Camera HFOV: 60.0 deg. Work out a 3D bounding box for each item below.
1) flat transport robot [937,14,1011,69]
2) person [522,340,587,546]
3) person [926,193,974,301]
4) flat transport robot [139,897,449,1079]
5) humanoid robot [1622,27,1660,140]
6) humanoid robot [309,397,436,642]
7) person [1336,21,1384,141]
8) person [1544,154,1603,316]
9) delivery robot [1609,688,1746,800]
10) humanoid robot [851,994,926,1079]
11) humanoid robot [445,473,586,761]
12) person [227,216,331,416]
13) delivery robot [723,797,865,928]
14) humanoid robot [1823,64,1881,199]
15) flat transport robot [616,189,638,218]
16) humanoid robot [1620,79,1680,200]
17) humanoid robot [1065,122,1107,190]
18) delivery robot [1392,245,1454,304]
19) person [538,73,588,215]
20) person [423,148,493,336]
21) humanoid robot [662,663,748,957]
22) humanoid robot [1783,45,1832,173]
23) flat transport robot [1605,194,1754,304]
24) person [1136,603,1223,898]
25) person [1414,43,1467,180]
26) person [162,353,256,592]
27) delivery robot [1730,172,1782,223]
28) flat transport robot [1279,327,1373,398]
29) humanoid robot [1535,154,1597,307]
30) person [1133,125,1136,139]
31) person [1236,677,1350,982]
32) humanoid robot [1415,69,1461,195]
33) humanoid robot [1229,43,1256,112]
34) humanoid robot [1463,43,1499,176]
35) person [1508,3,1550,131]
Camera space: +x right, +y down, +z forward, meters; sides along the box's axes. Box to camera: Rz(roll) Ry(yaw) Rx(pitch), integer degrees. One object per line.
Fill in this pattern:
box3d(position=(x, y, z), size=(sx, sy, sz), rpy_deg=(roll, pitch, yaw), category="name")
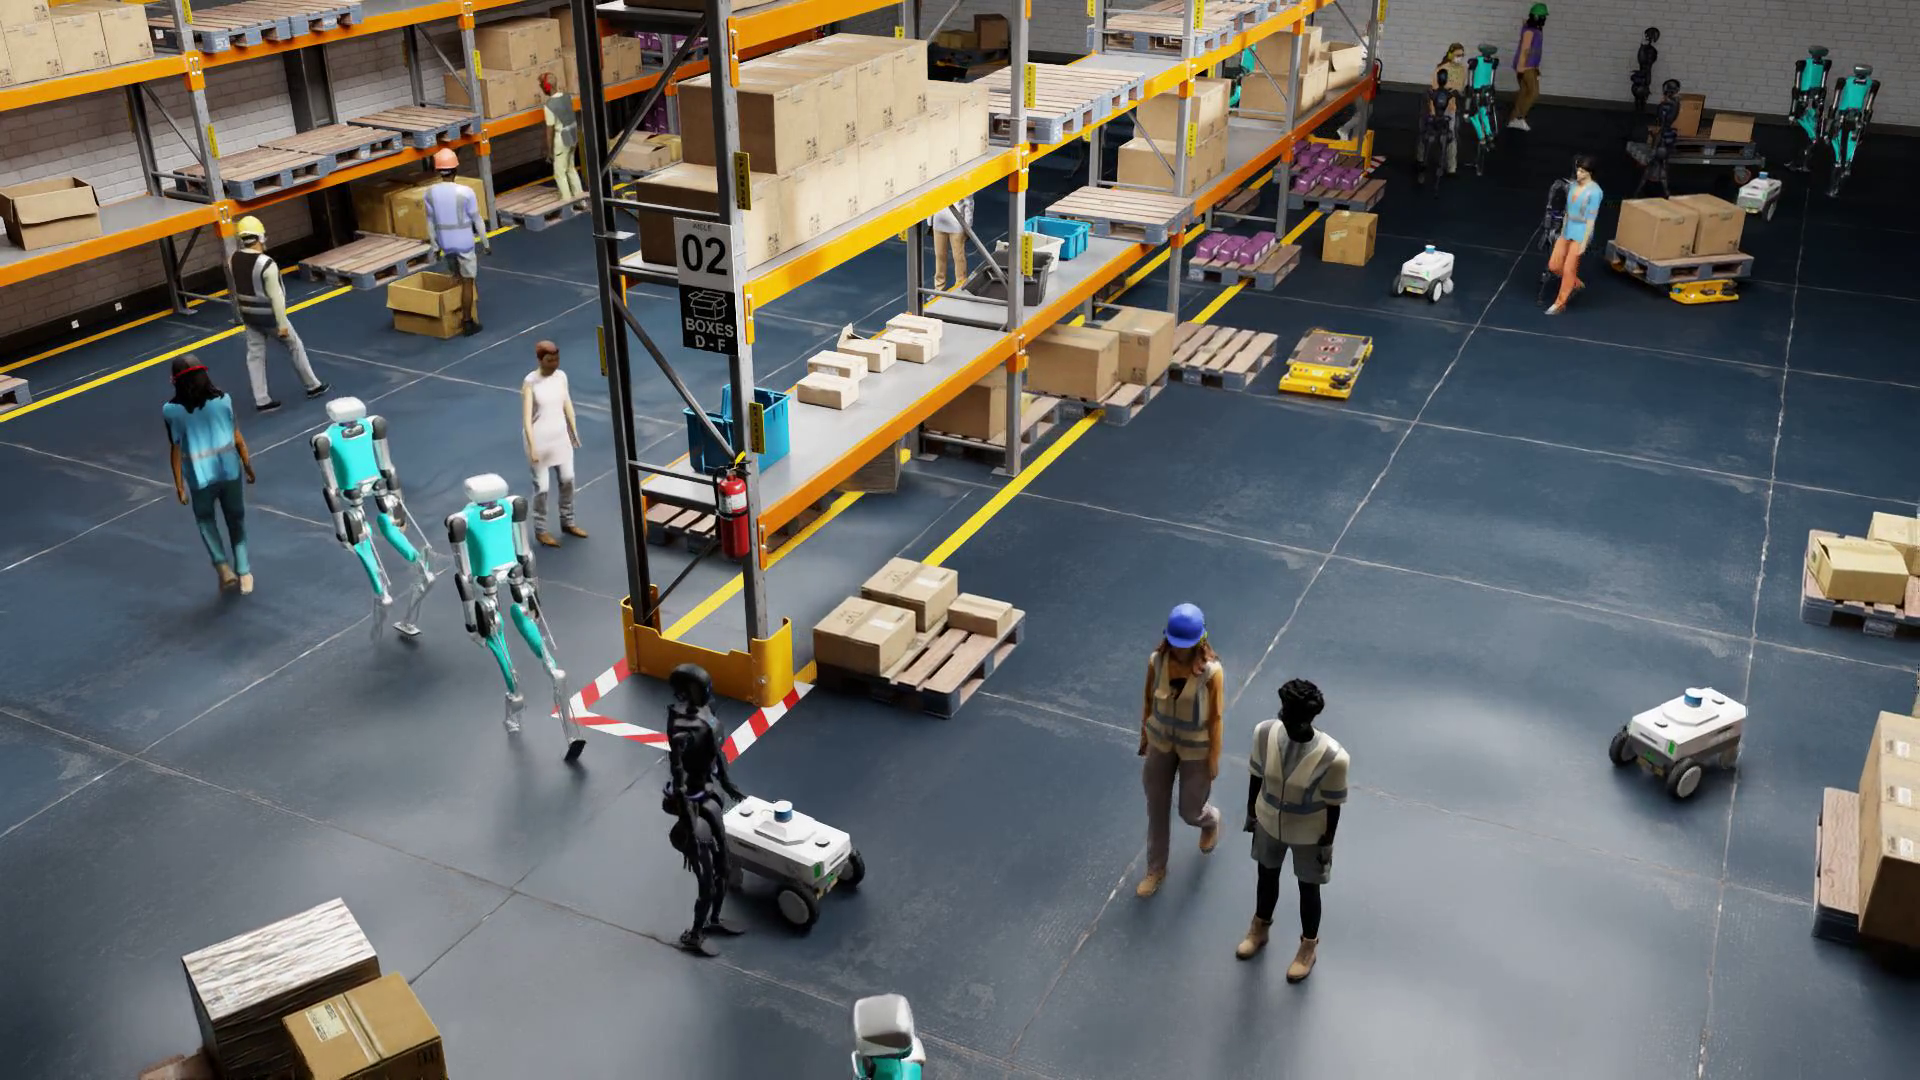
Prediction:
box3d(position=(0.320, -8.728, 30.409), size=(1.431, 0.231, 0.659), rpy_deg=(21, 33, 36), category="flat transport robot")
box3d(position=(-3.127, -0.754, 12.739), size=(0.339, 1.644, 0.473), rpy_deg=(21, 33, 36), category="person")
box3d(position=(-0.126, -3.423, 18.018), size=(0.564, 1.750, 0.331), rpy_deg=(13, 29, 24), category="person")
box3d(position=(-2.910, 2.720, 7.283), size=(1.431, 0.231, 0.659), rpy_deg=(-18, 32, -32), category="flat transport robot")
box3d(position=(10.297, -6.880, 25.085), size=(0.335, 1.644, 0.589), rpy_deg=(4, 27, 8), category="humanoid robot")
box3d(position=(-3.884, -0.034, 11.256), size=(0.752, 1.834, 0.539), rpy_deg=(21, 33, 36), category="humanoid robot")
box3d(position=(5.942, -6.714, 24.524), size=(0.465, 1.883, 0.669), rpy_deg=(10, 28, 20), category="person")
box3d(position=(6.550, -3.228, 17.630), size=(0.462, 1.749, 0.497), rpy_deg=(-9, 28, -18), category="person")
box3d(position=(4.376, 1.182, 10.065), size=(0.774, 0.592, 0.499), rpy_deg=(-14, 30, -27), category="delivery robot")
box3d(position=(-0.517, 2.482, 6.145), size=(0.808, 1.794, 0.536), rpy_deg=(-6, 27, -12), category="humanoid robot")
box3d(position=(-2.599, 0.532, 10.076), size=(0.967, 1.773, 0.544), rpy_deg=(23, 35, 39), category="humanoid robot")
box3d(position=(-6.310, -2.090, 15.291), size=(0.602, 1.780, 0.882), rpy_deg=(12, 29, 22), category="person")
box3d(position=(-0.932, 1.704, 9.033), size=(0.814, 0.612, 0.499), rpy_deg=(16, 30, 28), category="delivery robot")
box3d(position=(11.682, -5.323, 21.861), size=(0.559, 1.755, 0.873), rpy_deg=(6, 27, 12), category="humanoid robot")
box3d(position=(-3.904, -4.287, 21.438), size=(0.659, 0.231, 1.431), rpy_deg=(-13, 29, -25), category="flat transport robot")
box3d(position=(9.125, -5.187, 21.705), size=(0.707, 1.628, 0.587), rpy_deg=(14, 30, 26), category="humanoid robot")
box3d(position=(1.687, -5.493, 22.291), size=(0.545, 1.635, 0.603), rpy_deg=(-23, 34, -38), category="humanoid robot")
box3d(position=(5.168, -2.956, 18.430), size=(0.510, 0.597, 0.769), rpy_deg=(19, 32, 33), category="delivery robot")
box3d(position=(-5.064, -5.007, 21.135), size=(0.444, 1.823, 0.591), rpy_deg=(7, 27, 14), category="person")
box3d(position=(-5.125, -3.057, 17.090), size=(0.567, 1.924, 0.485), rpy_deg=(6, 27, 13), category="person")
box3d(position=(-1.302, 1.350, 8.461), size=(0.335, 1.655, 0.600), rpy_deg=(6, 27, 11), category="humanoid robot")
box3d(position=(11.839, -5.897, 23.047), size=(0.542, 1.779, 0.887), rpy_deg=(-6, 27, -13), category="humanoid robot")
box3d(position=(8.068, -2.974, 18.786), size=(0.659, 0.231, 1.431), rpy_deg=(-6, 27, -12), category="flat transport robot")
box3d(position=(1.202, 1.077, 8.923), size=(0.485, 1.757, 0.556), rpy_deg=(14, 30, 26), category="person")
box3d(position=(6.738, -6.018, 23.186), size=(0.568, 1.826, 0.977), rpy_deg=(-9, 28, -17), category="person")
box3d(position=(-5.339, -0.460, 11.917), size=(0.552, 1.853, 0.452), rpy_deg=(-13, 29, -24), category="person")
box3d(position=(10.266, -4.411, 21.388), size=(0.499, 0.614, 0.818), rpy_deg=(21, 33, 36), category="delivery robot")
box3d(position=(3.607, -1.746, 16.305), size=(0.659, 0.231, 1.431), rpy_deg=(10, 28, 19), category="flat transport robot")
box3d(position=(6.542, -3.333, 17.905), size=(0.599, 1.659, 0.315), rpy_deg=(0, 26, 0), category="humanoid robot")
box3d(position=(2.728, -6.449, 24.069), size=(0.369, 1.817, 0.497), rpy_deg=(-12, 29, -22), category="person")
box3d(position=(1.652, 1.425, 8.298), size=(0.533, 1.691, 0.319), rpy_deg=(19, 32, 33), category="person")
box3d(position=(6.423, -5.512, 22.340), size=(0.597, 1.642, 0.546), rpy_deg=(2, 26, 4), category="humanoid robot")
box3d(position=(4.058, -6.524, 24.393), size=(0.765, 1.853, 0.543), rpy_deg=(-15, 30, -27), category="humanoid robot")
box3d(position=(7.405, -5.972, 23.232), size=(0.602, 1.786, 0.852), rpy_deg=(-15, 30, -28), category="humanoid robot")
box3d(position=(8.803, -7.275, 25.620), size=(0.550, 1.912, 0.582), rpy_deg=(15, 30, 27), category="person")
